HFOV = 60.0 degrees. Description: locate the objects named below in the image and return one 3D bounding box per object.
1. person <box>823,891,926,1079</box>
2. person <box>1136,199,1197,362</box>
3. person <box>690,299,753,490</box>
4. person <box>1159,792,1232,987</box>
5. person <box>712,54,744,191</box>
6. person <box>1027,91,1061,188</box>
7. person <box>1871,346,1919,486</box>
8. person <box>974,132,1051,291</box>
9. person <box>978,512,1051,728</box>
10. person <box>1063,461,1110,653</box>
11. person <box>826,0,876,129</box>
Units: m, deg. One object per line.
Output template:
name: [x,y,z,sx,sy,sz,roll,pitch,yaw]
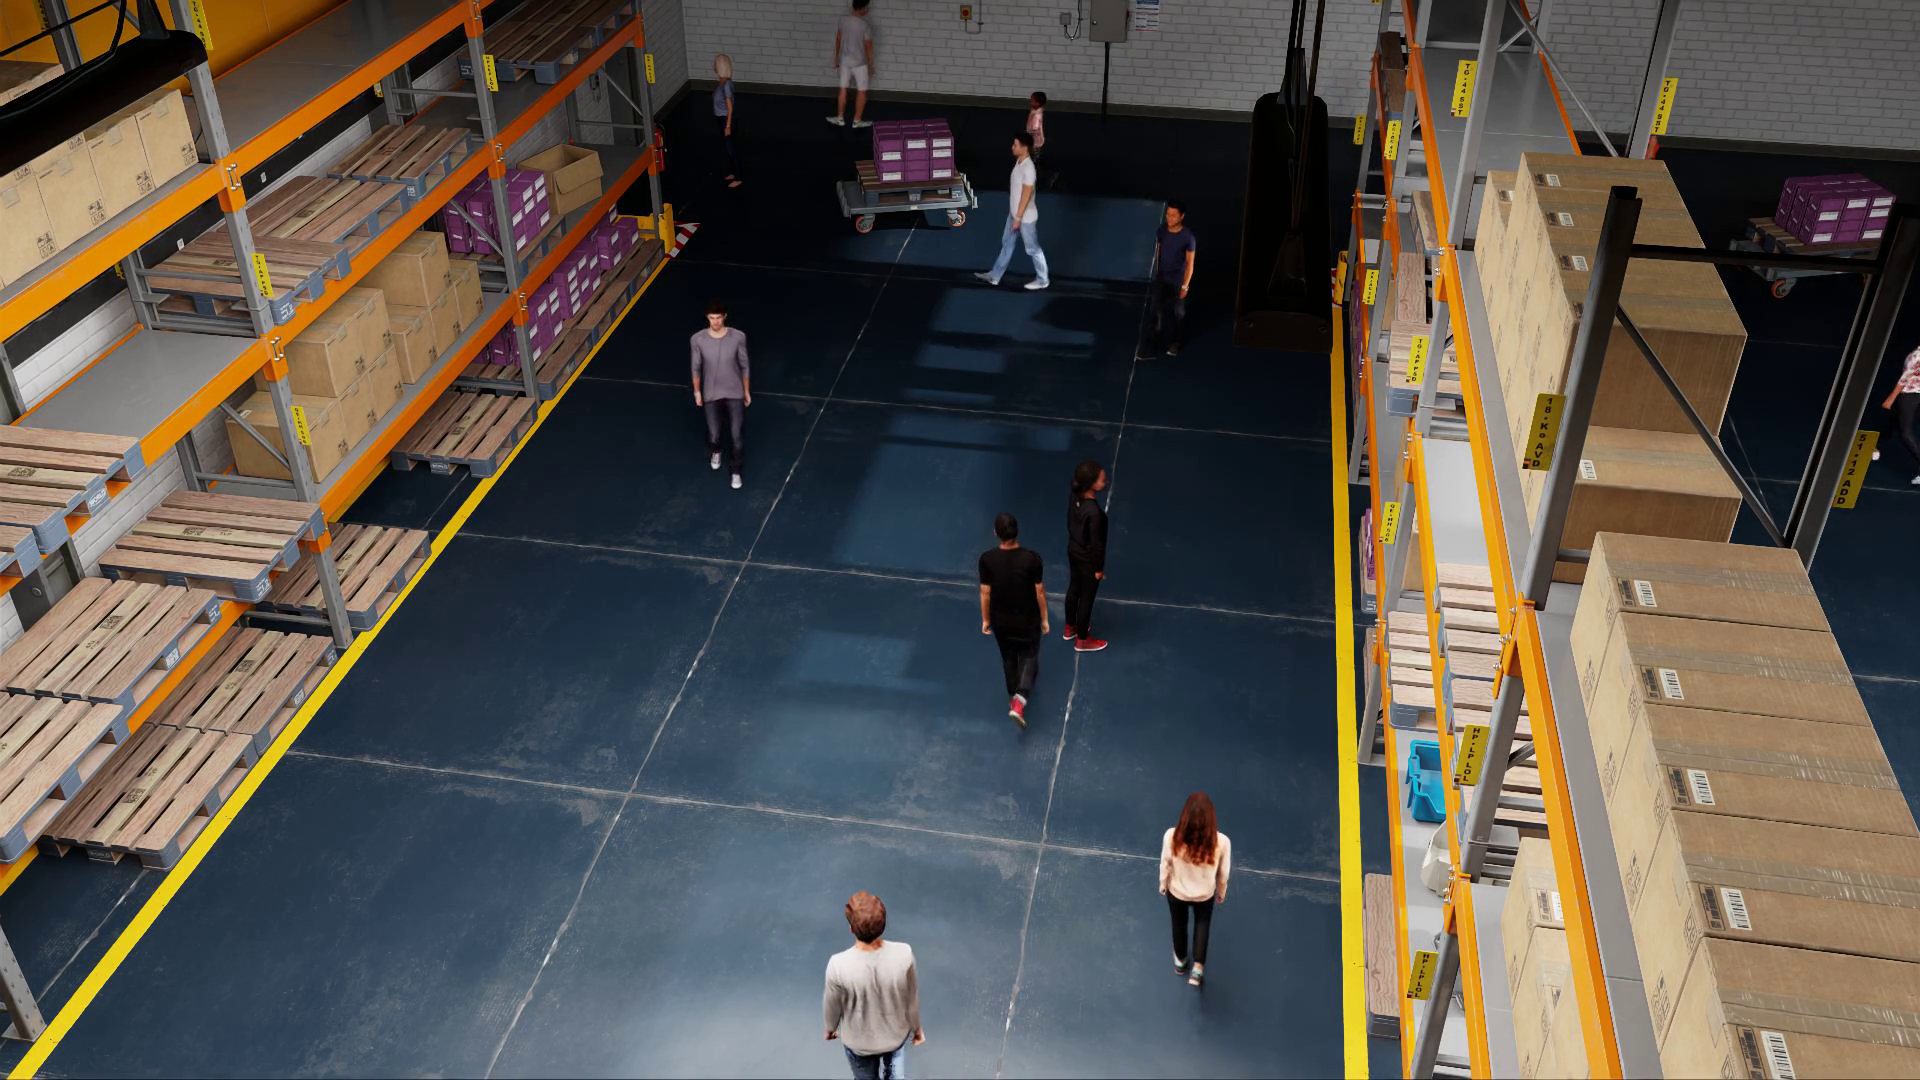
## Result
person: [-0.431,2.713,8.955,0.790,1.885,0.789,-8,34,-12]
person: [2.263,-2.732,17.255,0.904,1.766,1.022,25,41,32]
person: [-2.148,-1.380,15.155,0.808,1.840,0.874,-5,34,-7]
person: [1.413,2.169,10.146,0.587,1.473,0.712,3,34,5]
person: [-2.966,-5.345,21.227,0.709,1.722,0.582,-9,35,-13]
person: [1.026,-5.075,21.204,0.572,1.297,0.708,6,34,9]
person: [8.777,-1.274,15.208,1.037,1.604,1.122,-19,38,-27]
person: [0.796,-3.636,18.564,1.000,1.823,1.125,-6,34,-10]
person: [0.387,0.636,12.222,0.681,1.729,0.897,9,35,13]
person: [0.984,0.124,13.042,0.731,1.673,0.633,-15,36,-21]
person: [-1.534,-6.631,23.072,0.946,1.819,0.727,9,35,14]
